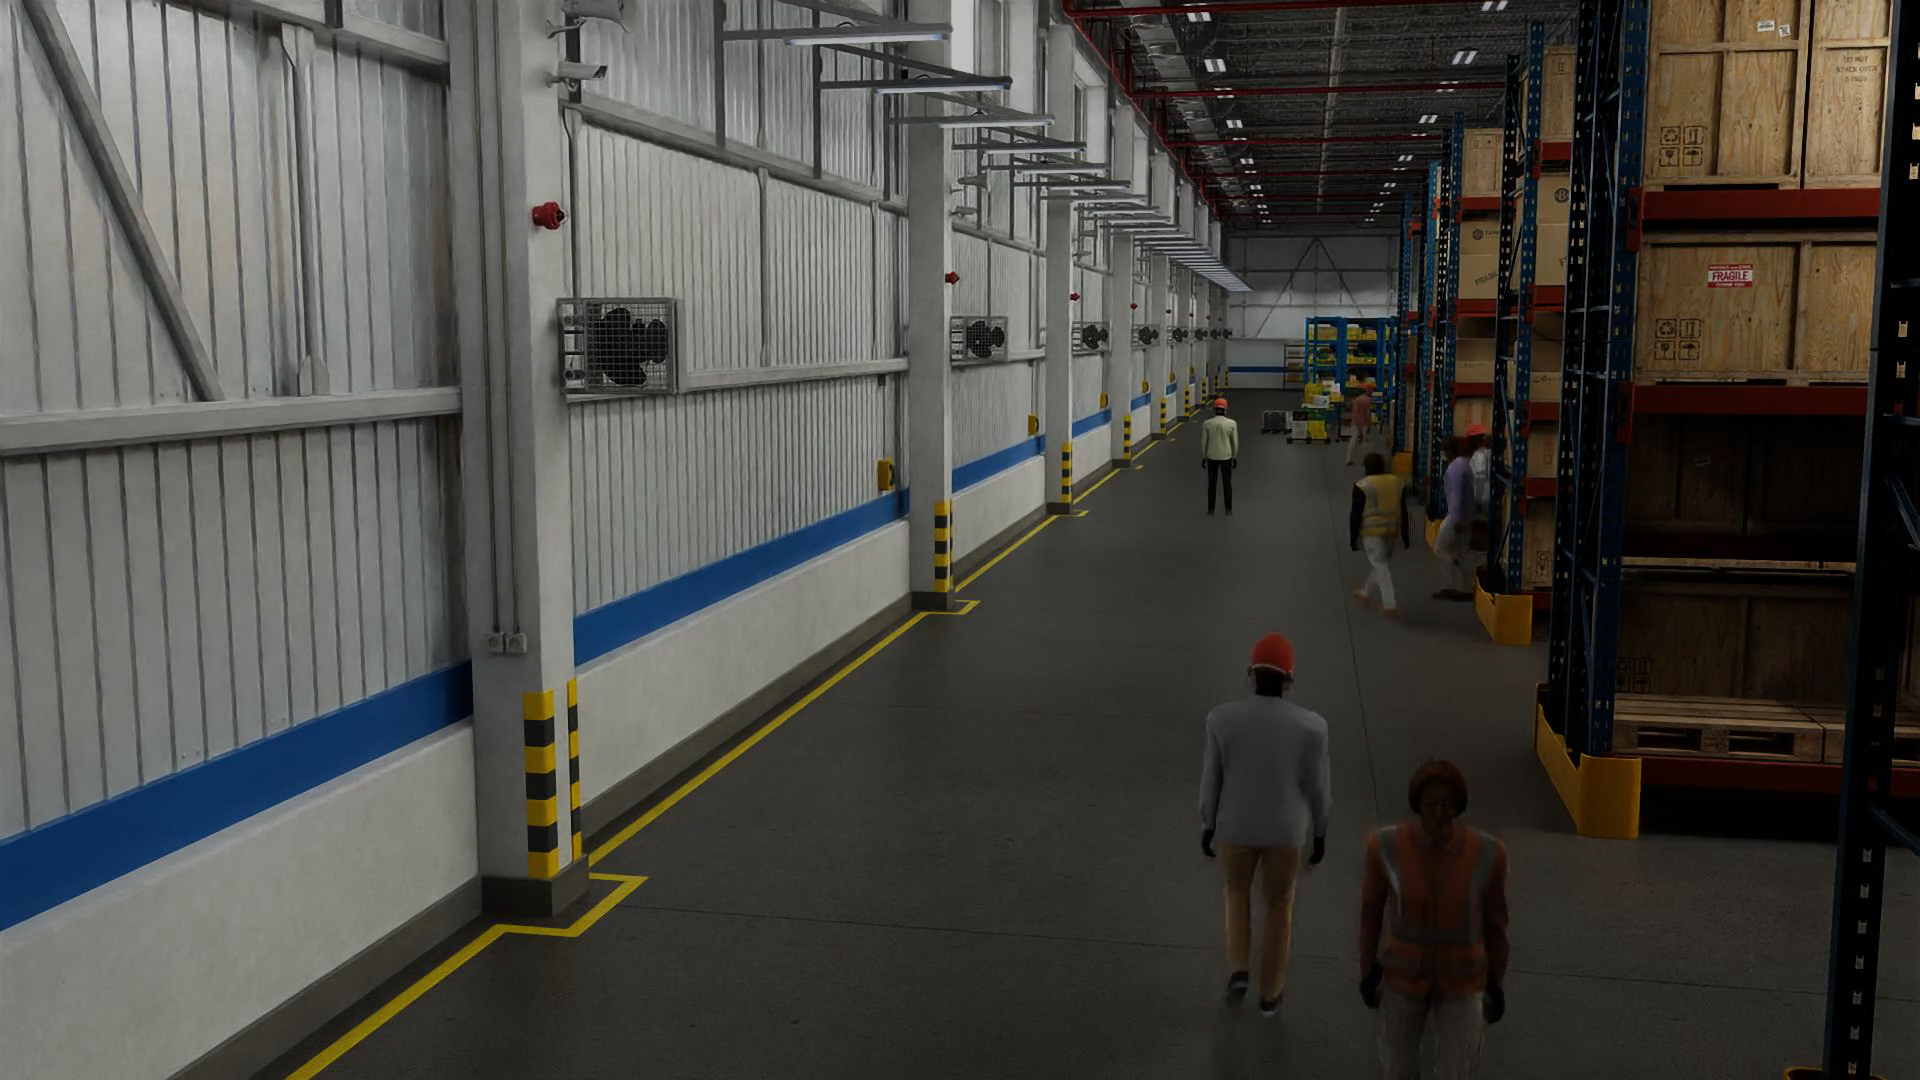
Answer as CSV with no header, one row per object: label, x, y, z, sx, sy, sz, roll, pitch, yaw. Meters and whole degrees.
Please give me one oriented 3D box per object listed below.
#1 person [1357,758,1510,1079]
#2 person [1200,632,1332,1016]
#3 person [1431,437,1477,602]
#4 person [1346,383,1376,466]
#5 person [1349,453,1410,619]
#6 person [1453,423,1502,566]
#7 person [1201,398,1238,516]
person,1.694,1.555,5.975,0.521,1.622,0.610,2,7,15
person,1.397,1.286,7.594,0.594,1.737,0.384,2,7,15
person,5.700,-0.238,19.189,0.618,1.896,0.654,4,8,29
person,9.335,-2.670,38.530,0.957,1.928,0.741,-5,8,-33
person,4.548,-0.064,18.265,0.640,1.778,1.008,-3,8,-21
person,6.904,-0.586,21.960,0.703,1.910,0.558,3,8,25
person,4.381,-1.398,28.090,0.613,1.995,0.391,1,7,11
